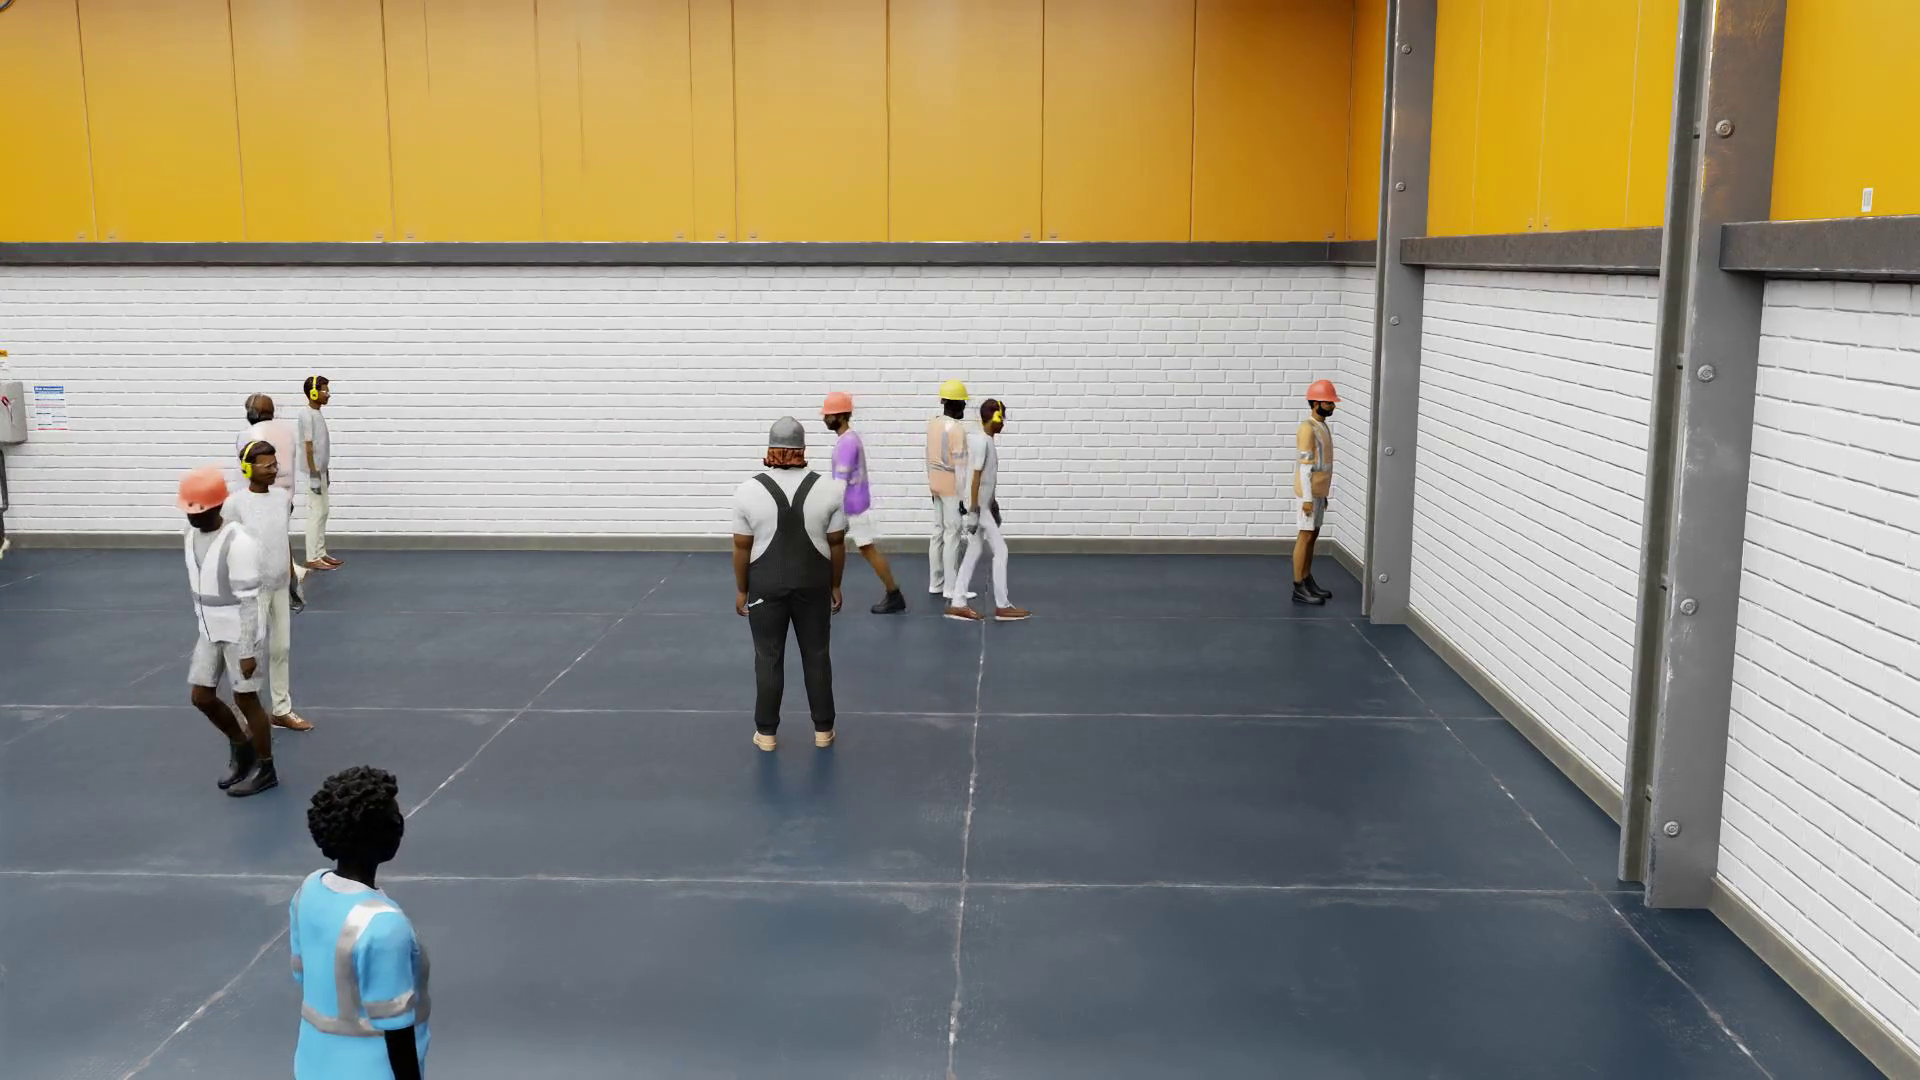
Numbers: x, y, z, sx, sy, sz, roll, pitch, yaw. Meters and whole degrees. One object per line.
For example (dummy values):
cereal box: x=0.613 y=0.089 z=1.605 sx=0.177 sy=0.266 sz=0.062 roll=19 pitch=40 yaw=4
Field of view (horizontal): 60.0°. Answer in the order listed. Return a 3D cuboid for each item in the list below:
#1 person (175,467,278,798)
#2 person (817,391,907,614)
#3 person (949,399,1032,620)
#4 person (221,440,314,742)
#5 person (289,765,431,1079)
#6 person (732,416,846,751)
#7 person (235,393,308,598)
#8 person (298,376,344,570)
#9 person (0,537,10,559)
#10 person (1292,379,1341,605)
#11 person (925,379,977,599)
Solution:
person: x=-4.010 y=0.519 z=9.068 sx=0.586 sy=1.882 sz=0.597 roll=5 pitch=11 yaw=29
person: x=-0.919 y=-0.298 z=13.864 sx=1.008 sy=1.886 sz=0.568 roll=-2 pitch=10 yaw=-10
person: x=0.268 y=-0.242 z=13.699 sx=0.812 sy=1.821 sz=0.588 roll=0 pitch=10 yaw=0
person: x=-4.301 y=0.310 z=10.332 sx=0.317 sy=1.867 sz=0.531 roll=5 pitch=11 yaw=26
person: x=-1.544 y=1.418 z=4.339 sx=0.322 sy=1.697 sz=0.533 roll=-9 pitch=13 yaw=-43
person: x=-1.050 y=0.255 z=10.149 sx=0.688 sy=2.000 sz=0.536 roll=-2 pitch=10 yaw=-12
person: x=-5.923 y=-0.349 z=14.317 sx=0.618 sy=1.825 sz=0.640 roll=2 pitch=10 yaw=14
person: x=-6.133 y=-0.637 z=15.904 sx=0.324 sy=1.863 sz=0.514 roll=-1 pitch=10 yaw=-8
person: x=-9.388 y=-0.632 z=15.582 sx=0.596 sy=1.952 sz=0.621 roll=-6 pitch=11 yaw=-31
person: x=3.088 y=-0.422 z=14.406 sx=0.375 sy=1.939 sz=0.546 roll=5 pitch=11 yaw=28
person: x=-0.078 y=-0.445 z=14.577 sx=0.374 sy=1.925 sz=0.595 roll=-5 pitch=11 yaw=-28
